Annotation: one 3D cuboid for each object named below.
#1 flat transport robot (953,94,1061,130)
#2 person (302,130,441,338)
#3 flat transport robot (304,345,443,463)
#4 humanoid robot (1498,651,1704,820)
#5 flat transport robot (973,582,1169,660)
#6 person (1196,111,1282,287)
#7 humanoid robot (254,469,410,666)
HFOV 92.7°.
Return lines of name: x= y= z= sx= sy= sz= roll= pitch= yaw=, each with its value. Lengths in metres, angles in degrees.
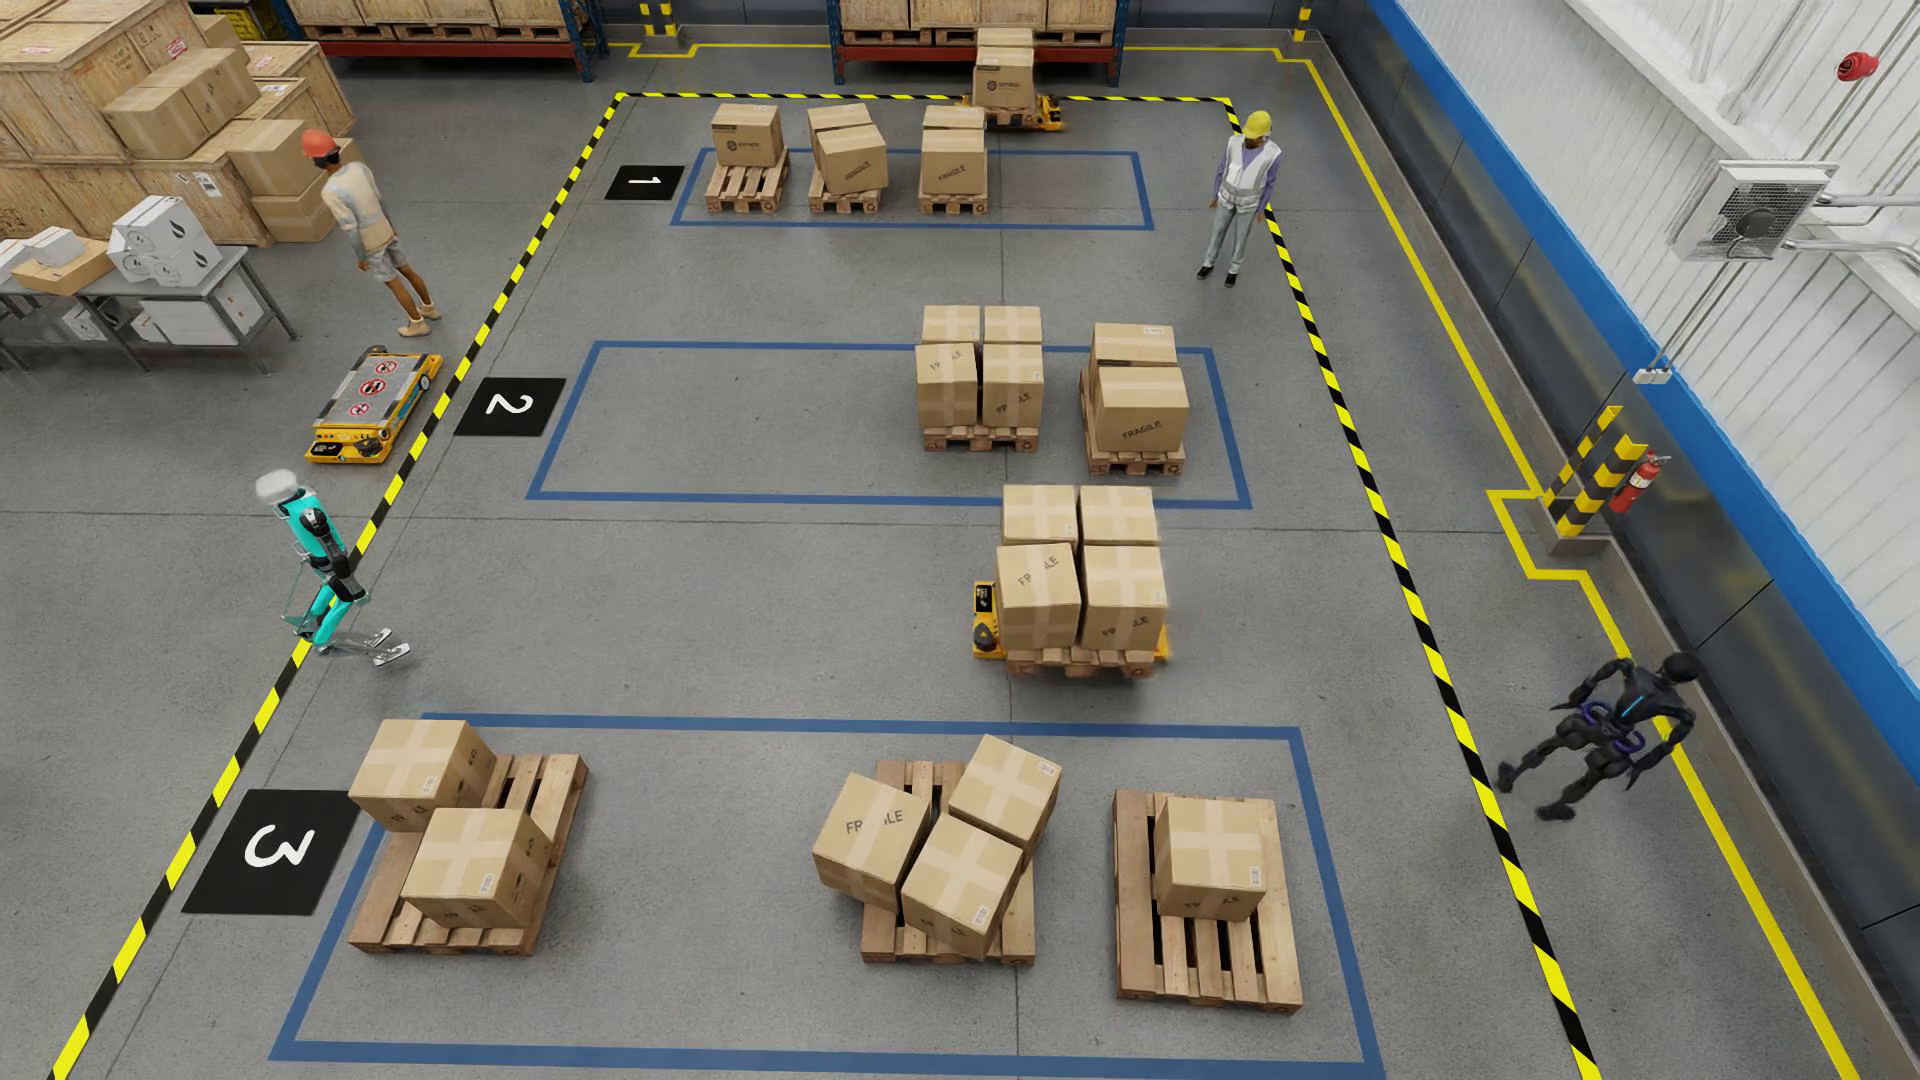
flat transport robot: x=0.616 y=-5.696 z=12.168 sx=1.431 sy=0.197 sz=0.652 roll=1 pitch=50 yaw=1
person: x=-5.520 y=-2.824 z=8.596 sx=0.393 sy=2.043 sz=0.607 roll=5 pitch=50 yaw=4
flat transport robot: x=-5.383 y=-1.269 z=8.441 sx=0.659 sy=0.231 sz=1.431 roll=1 pitch=50 yaw=1
humanoid robot: x=3.805 y=1.173 z=5.448 sx=0.373 sy=1.642 sz=0.588 roll=-24 pitch=54 yaw=-19
flat transport robot: x=0.817 y=0.568 z=6.868 sx=1.431 sy=0.197 sz=0.652 roll=1 pitch=50 yaw=1
person: x=2.813 y=-3.423 z=9.245 sx=0.587 sy=1.822 sz=0.404 roll=24 pitch=54 yaw=19
humanoid robot: x=-4.295 y=0.304 z=6.059 sx=0.533 sy=1.677 sz=0.735 roll=34 pitch=57 yaw=25
